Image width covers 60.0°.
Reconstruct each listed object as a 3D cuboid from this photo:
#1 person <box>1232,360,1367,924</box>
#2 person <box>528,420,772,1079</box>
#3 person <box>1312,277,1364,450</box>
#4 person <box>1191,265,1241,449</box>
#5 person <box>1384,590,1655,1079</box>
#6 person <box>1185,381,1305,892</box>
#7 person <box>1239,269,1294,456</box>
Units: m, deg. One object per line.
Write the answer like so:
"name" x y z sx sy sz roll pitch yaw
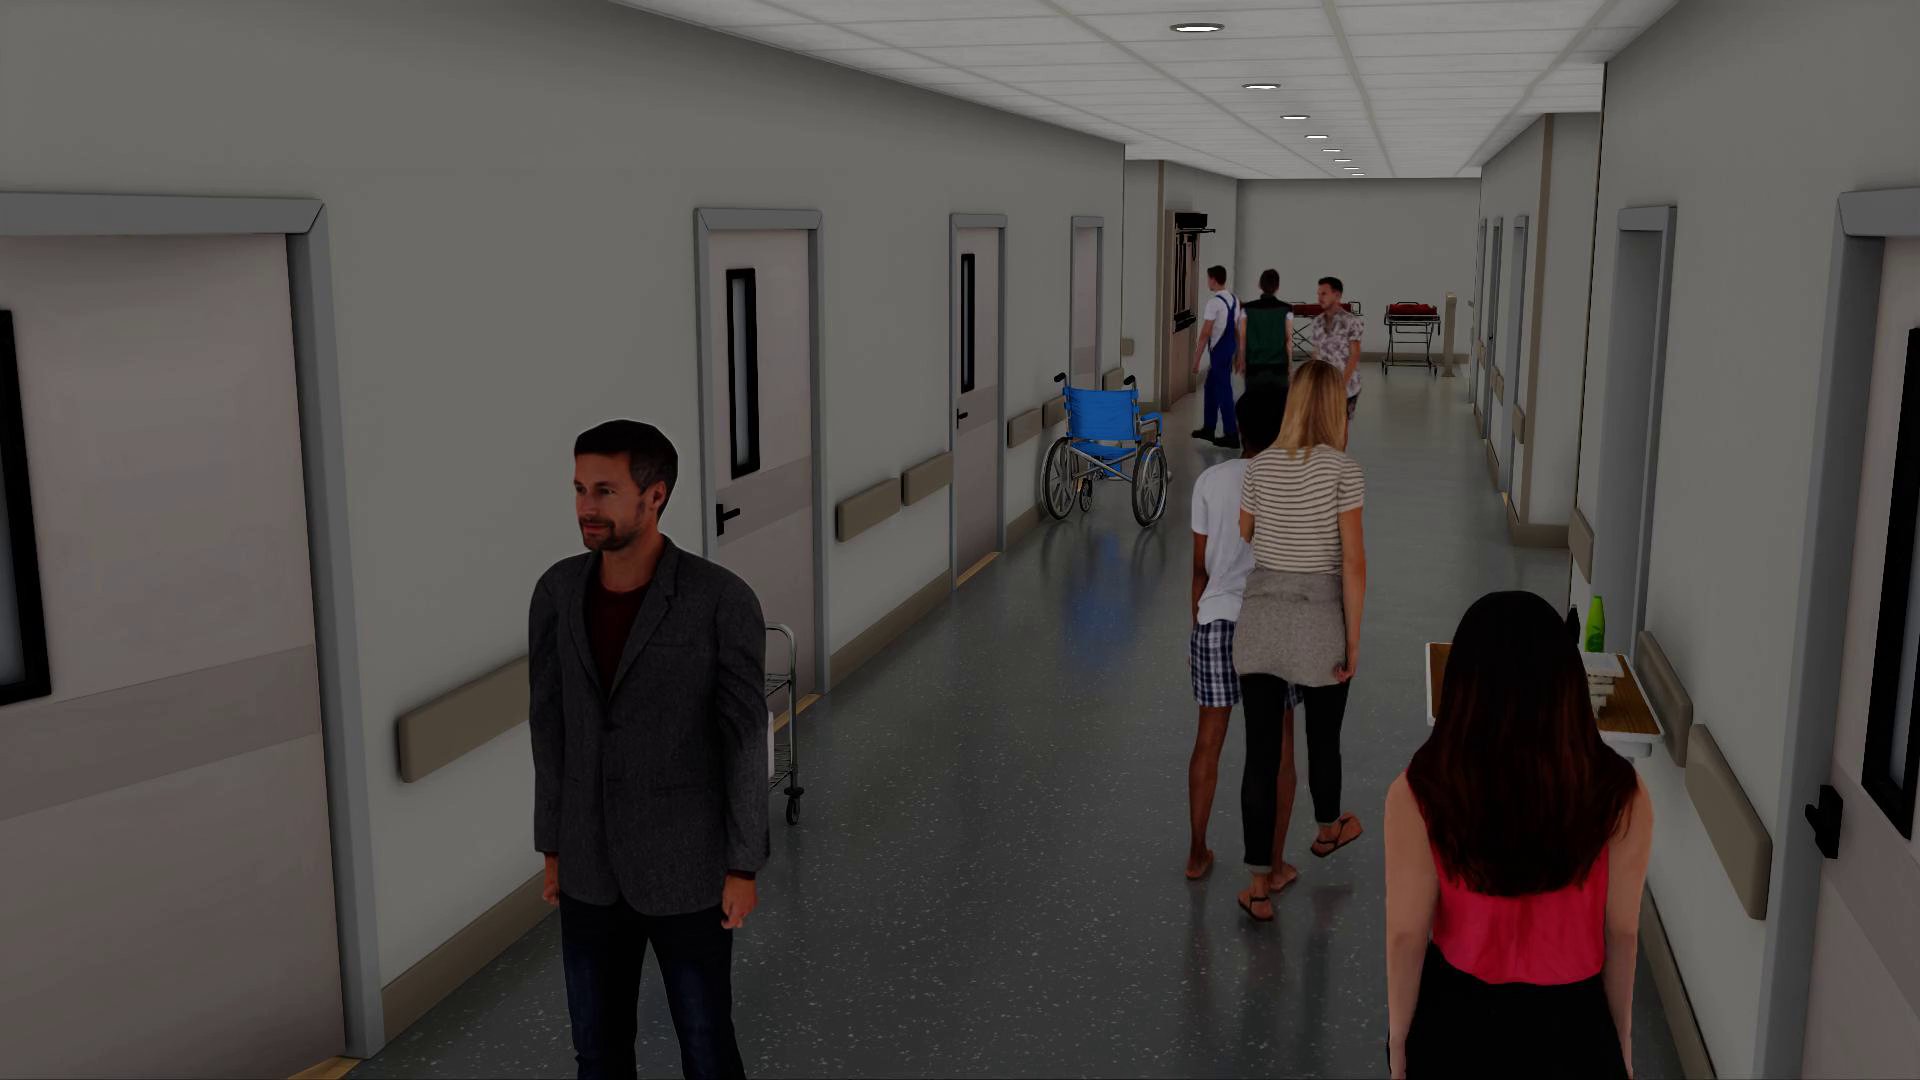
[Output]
"person" 1.057 0.358 5.360 0.771 1.779 1.124 4 11 21
"person" -0.653 0.671 3.468 0.684 1.871 0.570 3 11 17
"person" 3.230 -1.334 14.322 0.803 1.764 1.107 7 13 32
"person" 2.721 -1.839 16.809 0.977 1.827 0.966 -10 15 -43
"person" 0.940 0.916 2.801 0.574 1.637 0.922 3 11 14
"person" 0.987 0.327 5.675 0.663 1.724 0.611 5 12 25
"person" 2.838 -1.588 15.454 0.674 1.837 0.747 4 11 20
